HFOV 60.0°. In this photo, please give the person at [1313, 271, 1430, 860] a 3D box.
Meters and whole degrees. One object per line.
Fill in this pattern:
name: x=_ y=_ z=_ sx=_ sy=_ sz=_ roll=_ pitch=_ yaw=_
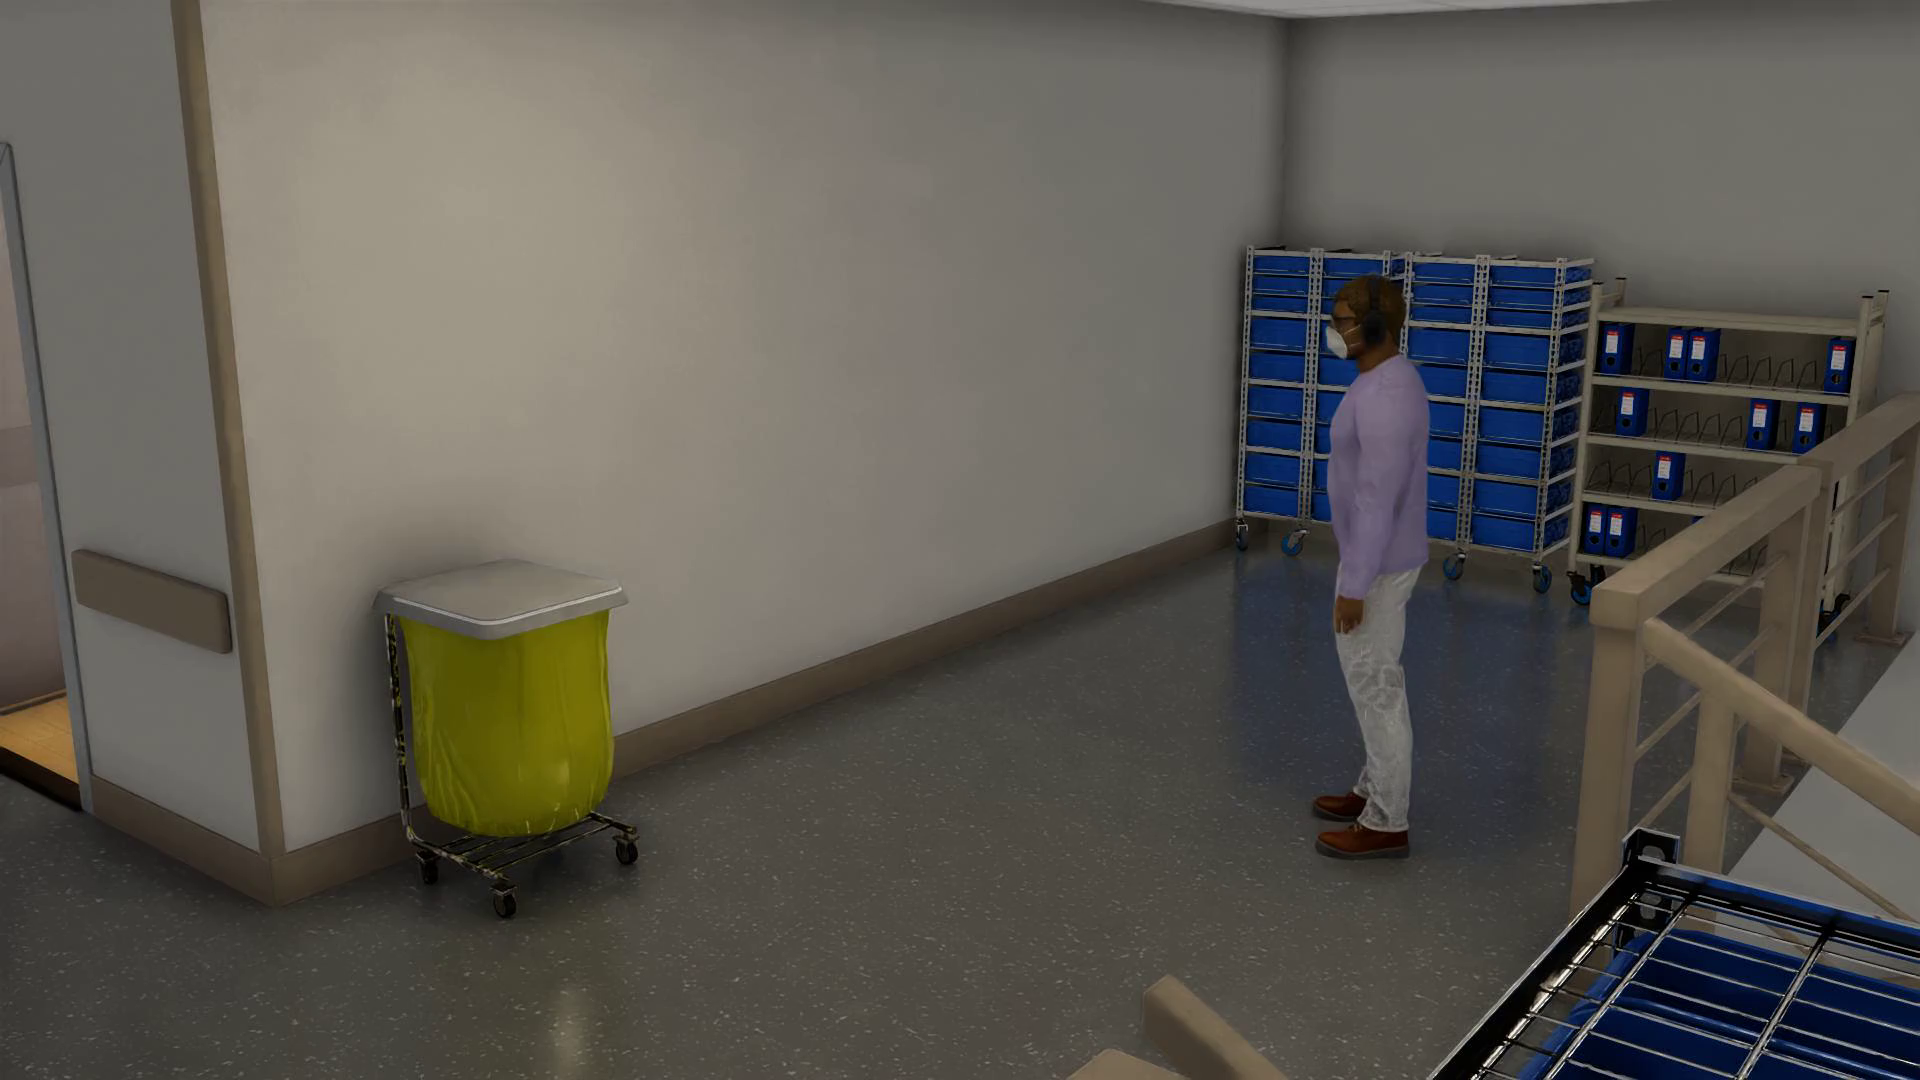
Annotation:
person: x=1.355 y=0.089 z=5.491 sx=0.367 sy=1.933 sz=0.629 roll=3 pitch=14 yaw=14
